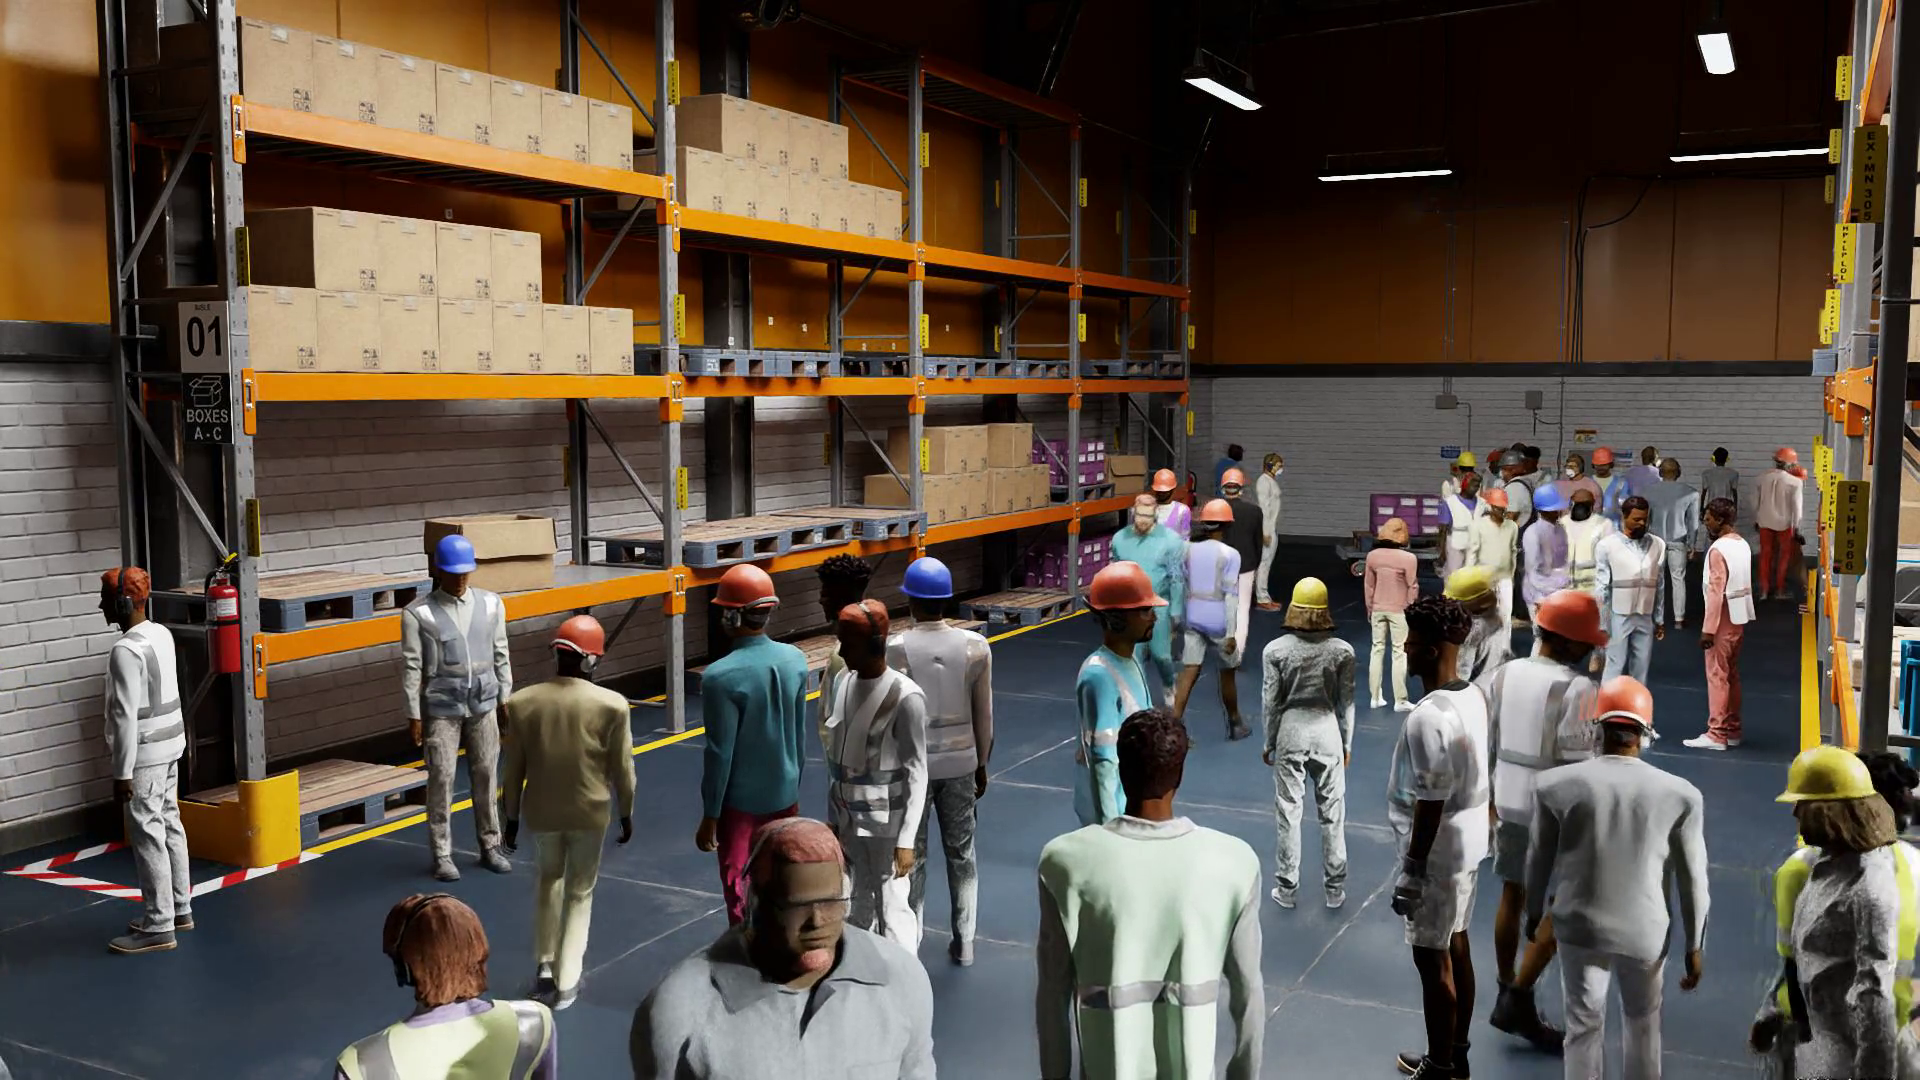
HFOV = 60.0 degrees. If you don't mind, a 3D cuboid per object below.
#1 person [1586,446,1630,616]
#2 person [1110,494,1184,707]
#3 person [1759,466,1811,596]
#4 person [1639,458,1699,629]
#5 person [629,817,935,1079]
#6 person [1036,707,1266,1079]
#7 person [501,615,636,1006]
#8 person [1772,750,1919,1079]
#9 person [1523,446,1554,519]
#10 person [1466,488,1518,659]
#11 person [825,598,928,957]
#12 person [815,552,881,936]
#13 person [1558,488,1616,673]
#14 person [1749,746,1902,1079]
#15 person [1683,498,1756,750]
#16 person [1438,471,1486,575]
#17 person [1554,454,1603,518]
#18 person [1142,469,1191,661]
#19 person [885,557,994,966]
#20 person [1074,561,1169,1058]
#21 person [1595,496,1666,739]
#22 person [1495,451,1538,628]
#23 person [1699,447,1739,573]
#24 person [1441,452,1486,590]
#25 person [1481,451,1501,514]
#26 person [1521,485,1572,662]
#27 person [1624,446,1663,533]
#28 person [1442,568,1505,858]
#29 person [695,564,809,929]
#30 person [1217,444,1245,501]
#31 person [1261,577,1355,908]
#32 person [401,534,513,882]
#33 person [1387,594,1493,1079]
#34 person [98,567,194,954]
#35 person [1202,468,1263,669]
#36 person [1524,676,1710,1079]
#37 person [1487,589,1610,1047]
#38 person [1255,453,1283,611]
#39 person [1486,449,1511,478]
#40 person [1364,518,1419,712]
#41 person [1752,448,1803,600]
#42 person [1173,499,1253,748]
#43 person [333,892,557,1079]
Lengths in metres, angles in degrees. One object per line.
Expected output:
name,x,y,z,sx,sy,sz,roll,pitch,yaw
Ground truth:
person,7.647,-0.102,19.847,0.611,2.035,0.391,3,6,27
person,1.547,0.543,13.708,0.656,1.876,0.676,2,6,23
person,10.798,-0.095,21.502,0.871,1.704,0.570,4,7,38
person,7.997,0.040,18.806,0.630,1.936,0.366,2,6,21
person,-0.342,1.494,3.430,0.663,1.895,0.402,-2,6,-22
person,0.507,1.399,4.389,0.608,1.905,0.406,0,5,-4
person,-1.735,1.195,7.440,0.575,1.726,0.405,0,5,4
person,2.670,1.458,4.895,0.546,1.682,0.597,-1,5,-14
person,7.643,-0.293,22.289,0.418,1.953,0.713,-3,6,-29
person,5.417,0.314,17.008,0.573,1.725,0.802,-1,5,-11
person,-0.368,1.174,6.871,0.355,1.887,0.572,-4,7,-39
person,-0.504,1.036,7.970,0.367,1.963,0.609,1,5,8
person,5.780,0.413,15.486,0.645,1.825,0.715,4,7,36
person,2.428,1.448,4.802,0.559,1.721,0.499,1,6,15
person,5.793,0.633,12.611,0.415,1.907,0.593,5,7,40
person,5.528,0.126,18.529,0.600,1.813,0.613,-3,6,-27
person,7.342,-0.059,19.858,0.352,1.937,0.635,-4,7,-37
person,2.025,0.251,16.576,0.543,1.927,0.375,1,5,7
person,-0.136,1.053,7.827,0.606,1.951,0.379,-2,6,-18
person,0.654,1.104,6.761,0.370,2.048,0.608,1,5,13
person,5.190,0.603,12.928,0.597,1.908,0.393,-1,5,-14
person,6.333,-0.032,19.016,0.569,2.000,0.720,4,6,33
person,11.016,-0.415,24.130,0.514,1.862,0.324,2,6,24
person,6.300,-0.141,20.791,0.585,1.929,0.375,-1,5,-11
person,8.189,-0.494,25.523,0.342,1.749,0.572,5,7,43
person,5.052,0.482,14.263,0.694,1.910,0.394,-4,7,-39
person,9.268,-0.302,22.489,0.375,1.936,0.628,-3,6,-30
person,3.035,1.001,9.756,0.331,1.702,0.627,5,7,43
person,-0.894,1.097,7.118,0.377,1.995,0.608,4,6,34
person,4.399,-0.663,27.123,0.431,1.801,0.757,-2,6,-19
person,1.831,1.066,8.788,0.487,1.744,0.313,0,5,5
person,-2.799,0.927,9.286,0.618,1.933,0.419,-4,7,-38
person,1.816,1.182,6.353,0.368,1.966,0.602,3,6,33
person,-3.998,1.063,8.150,0.354,1.876,0.574,-1,5,-9
person,2.661,0.272,16.252,0.585,1.950,0.964,1,5,11
person,2.301,1.343,5.873,0.596,1.728,0.570,2,6,18
person,2.387,1.148,7.066,0.515,1.915,0.714,-3,6,-27
person,3.777,-0.102,20.347,0.373,1.935,0.628,1,5,15
person,8.339,-0.508,25.556,0.595,1.788,0.810,0,5,2
person,3.656,0.629,14.081,0.286,1.632,0.501,-5,7,-41
person,10.437,-0.193,21.241,0.611,1.953,0.660,-5,7,-43
person,1.889,0.640,12.654,0.969,1.893,0.576,-5,7,-45
person,-1.130,1.596,3.706,0.521,1.632,0.313,-3,6,-32
